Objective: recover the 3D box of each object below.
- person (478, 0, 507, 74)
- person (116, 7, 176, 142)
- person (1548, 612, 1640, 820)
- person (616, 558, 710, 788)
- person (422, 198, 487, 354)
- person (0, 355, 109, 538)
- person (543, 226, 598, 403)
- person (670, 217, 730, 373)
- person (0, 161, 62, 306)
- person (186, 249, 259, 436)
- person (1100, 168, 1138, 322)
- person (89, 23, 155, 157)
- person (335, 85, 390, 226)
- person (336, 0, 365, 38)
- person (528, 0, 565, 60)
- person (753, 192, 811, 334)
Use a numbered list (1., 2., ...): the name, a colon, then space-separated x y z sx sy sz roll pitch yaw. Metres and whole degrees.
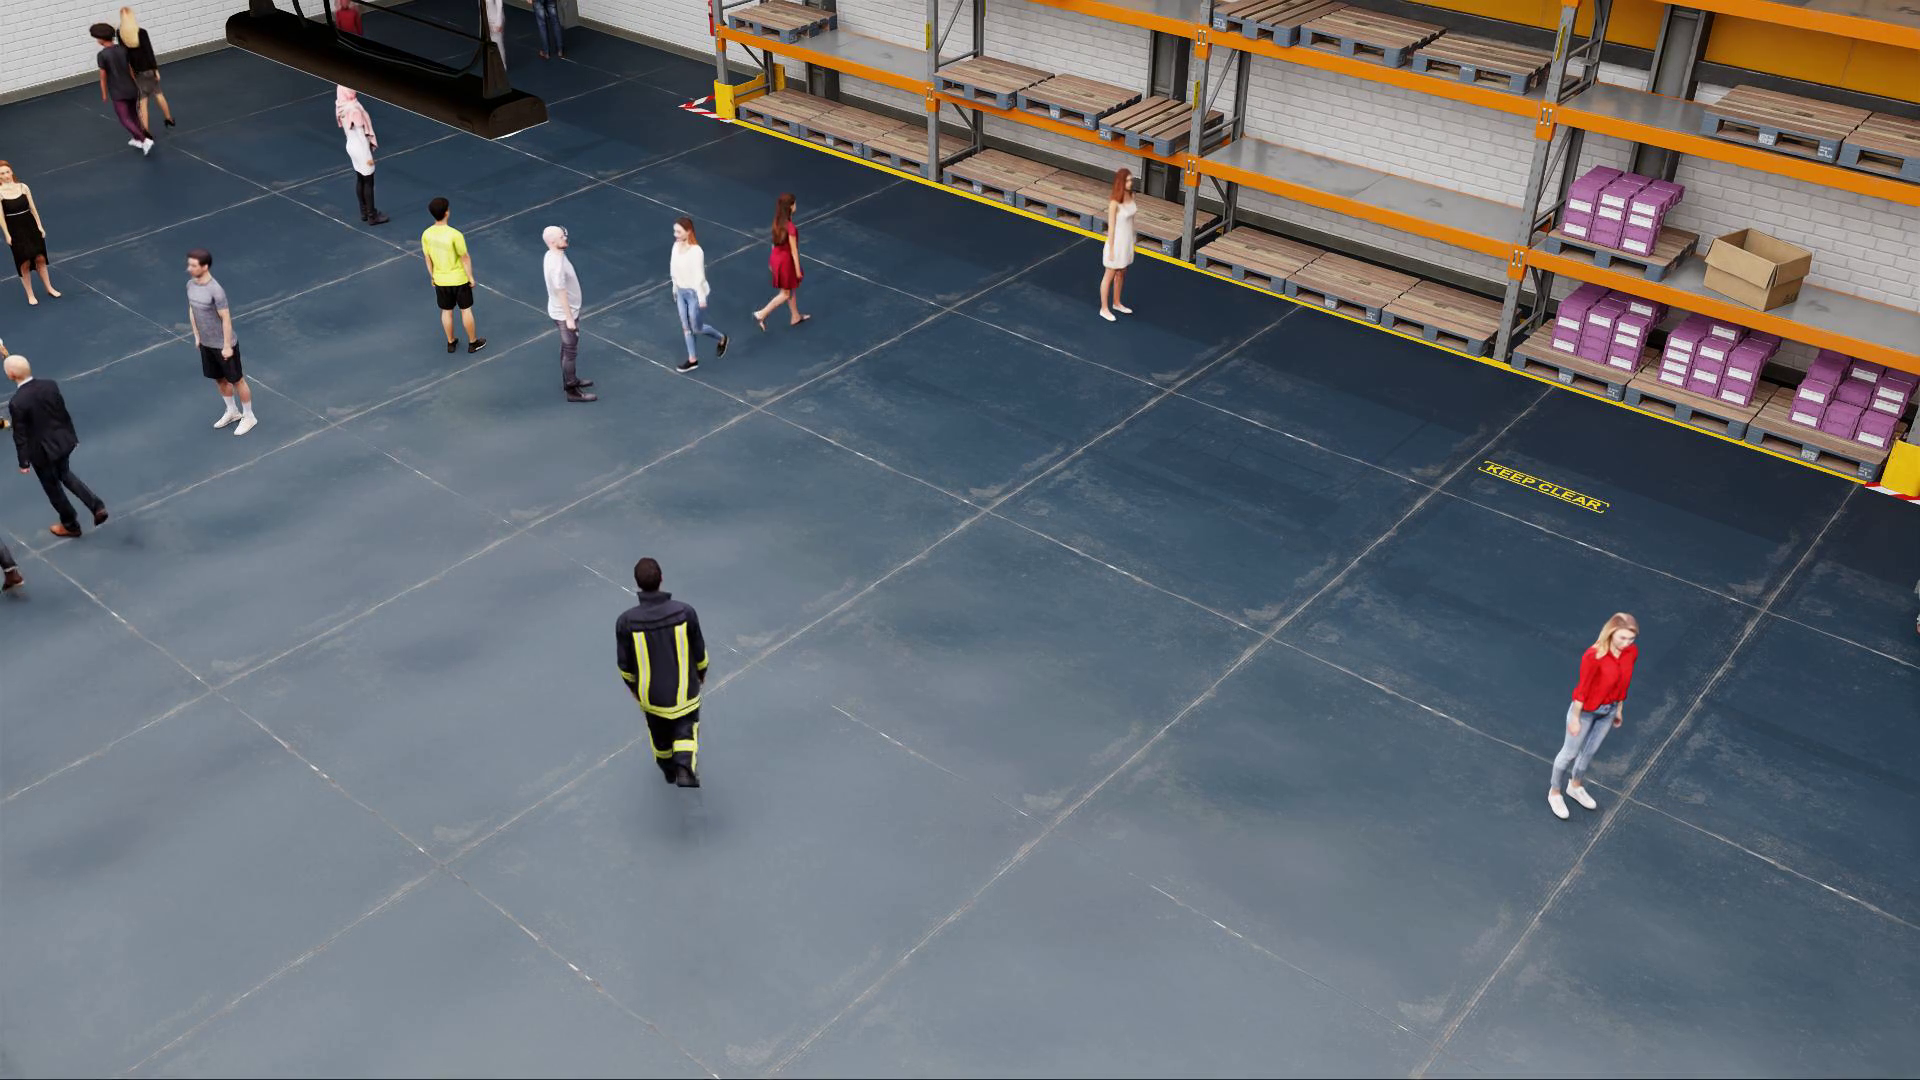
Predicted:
1. person: -7.103 -7.923 25.273 0.646 1.696 0.843 23 40 31
2. person: -11.229 -6.334 22.789 1.066 1.798 1.123 -2 34 -3
3. person: 4.409 1.183 11.563 0.689 1.707 0.679 -12 35 -17
4. person: -2.052 1.006 11.647 1.046 1.909 1.110 -6 34 -8
5. person: -5.365 -2.784 17.530 0.661 1.709 0.767 3 34 5
6. person: -7.852 -0.778 14.441 0.943 1.787 0.859 10 35 14
7. person: -3.964 -2.282 16.663 0.816 1.833 0.719 -9 35 -13
8. person: -2.726 -2.555 17.210 0.754 1.682 0.805 -26 42 -33
9. person: -10.506 -3.470 18.638 0.567 1.624 0.575 28 43 35
10. person: -7.182 -1.942 16.115 0.561 1.873 0.757 17 37 24
11. person: 1.752 -3.261 18.246 0.579 1.710 0.545 -28 43 -35
12. person: -11.258 -6.066 22.422 1.054 1.759 0.789 16 37 22
13. person: -7.379 -4.762 20.420 0.700 1.804 0.548 -28 42 -35
14. person: -9.291 -7.716 25.366 0.631 1.249 0.684 -9 35 -13
15. person: -6.506 -8.499 25.994 0.731 1.856 0.696 -18 38 -25
16. person: -1.961 -2.958 17.966 0.741 1.515 0.968 -22 39 -29
